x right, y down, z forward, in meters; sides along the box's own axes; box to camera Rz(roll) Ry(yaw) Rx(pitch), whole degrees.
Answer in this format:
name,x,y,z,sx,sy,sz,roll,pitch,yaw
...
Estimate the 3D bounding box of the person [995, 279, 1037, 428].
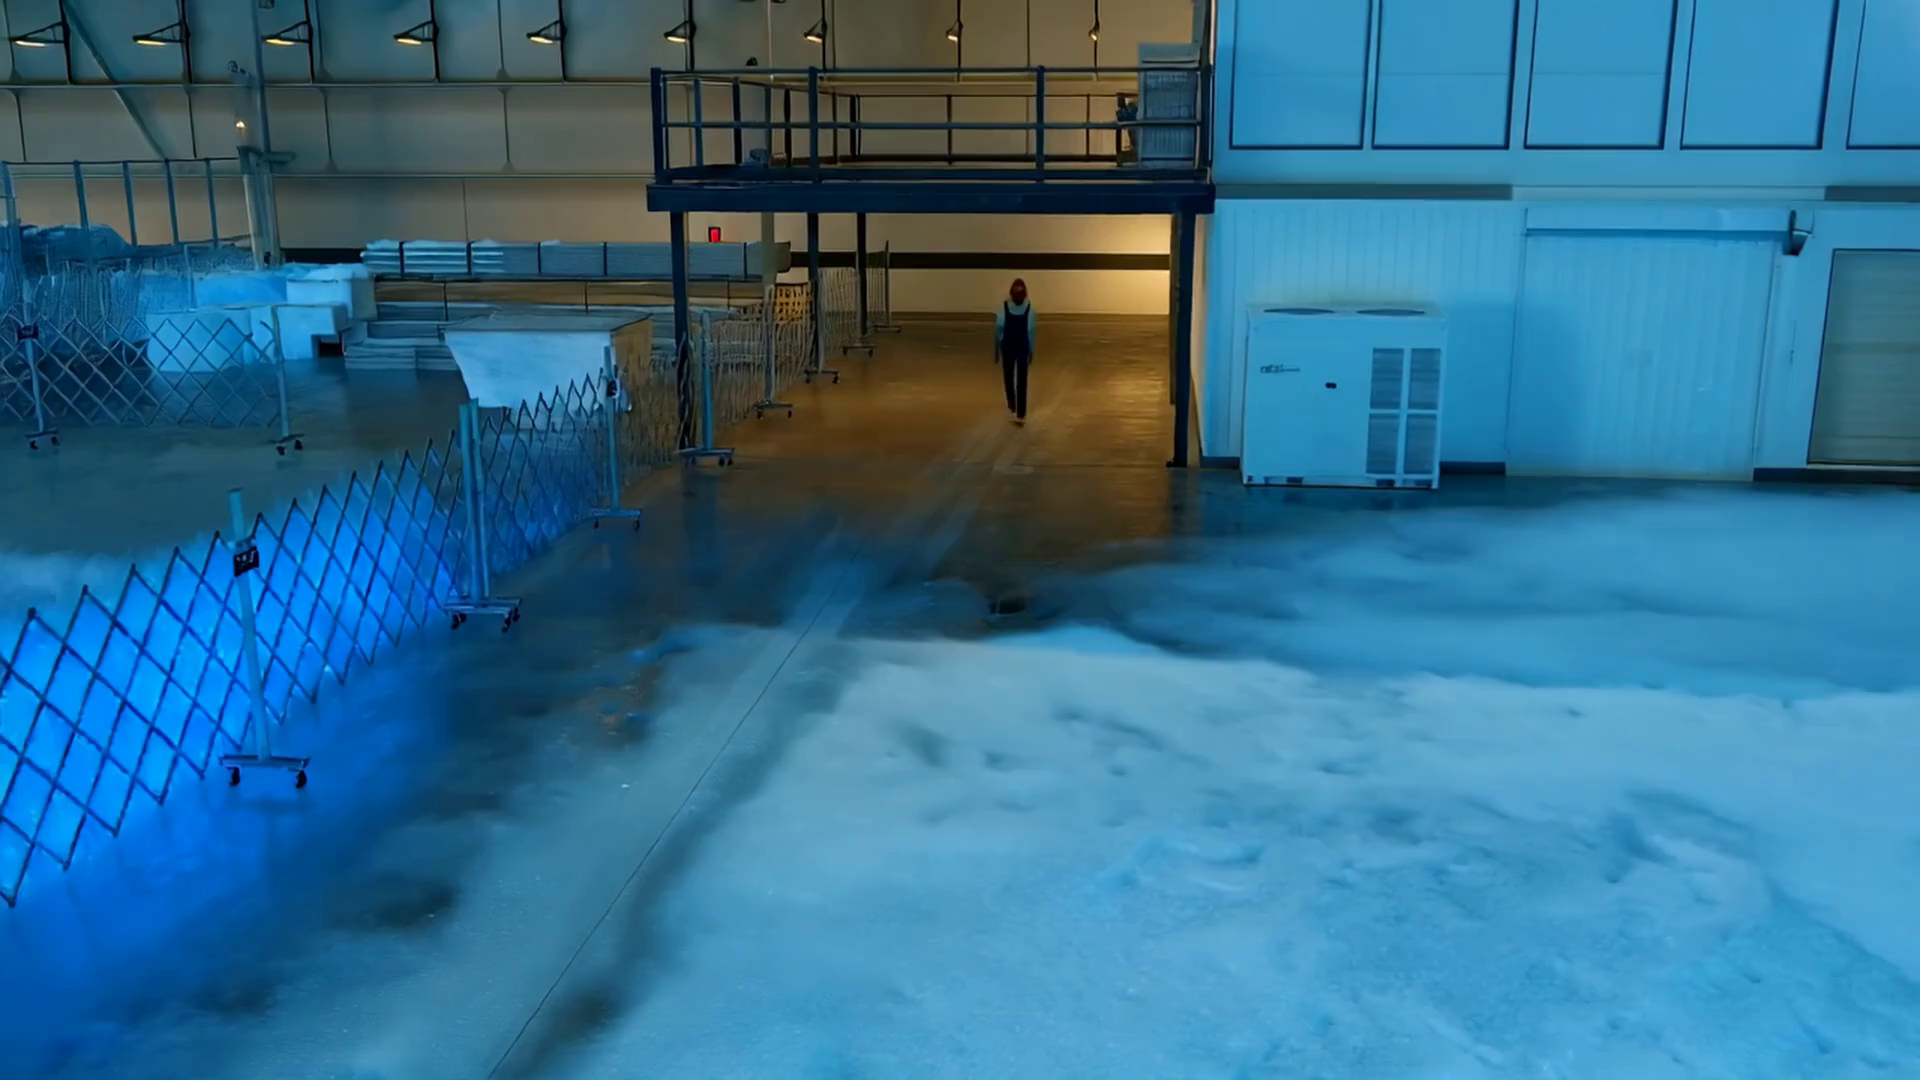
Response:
name,x,y,z,sx,sy,sz,roll,pitch,yaw
person,0.689,-2.338,20.616,0.510,1.806,0.966,1,14,3
